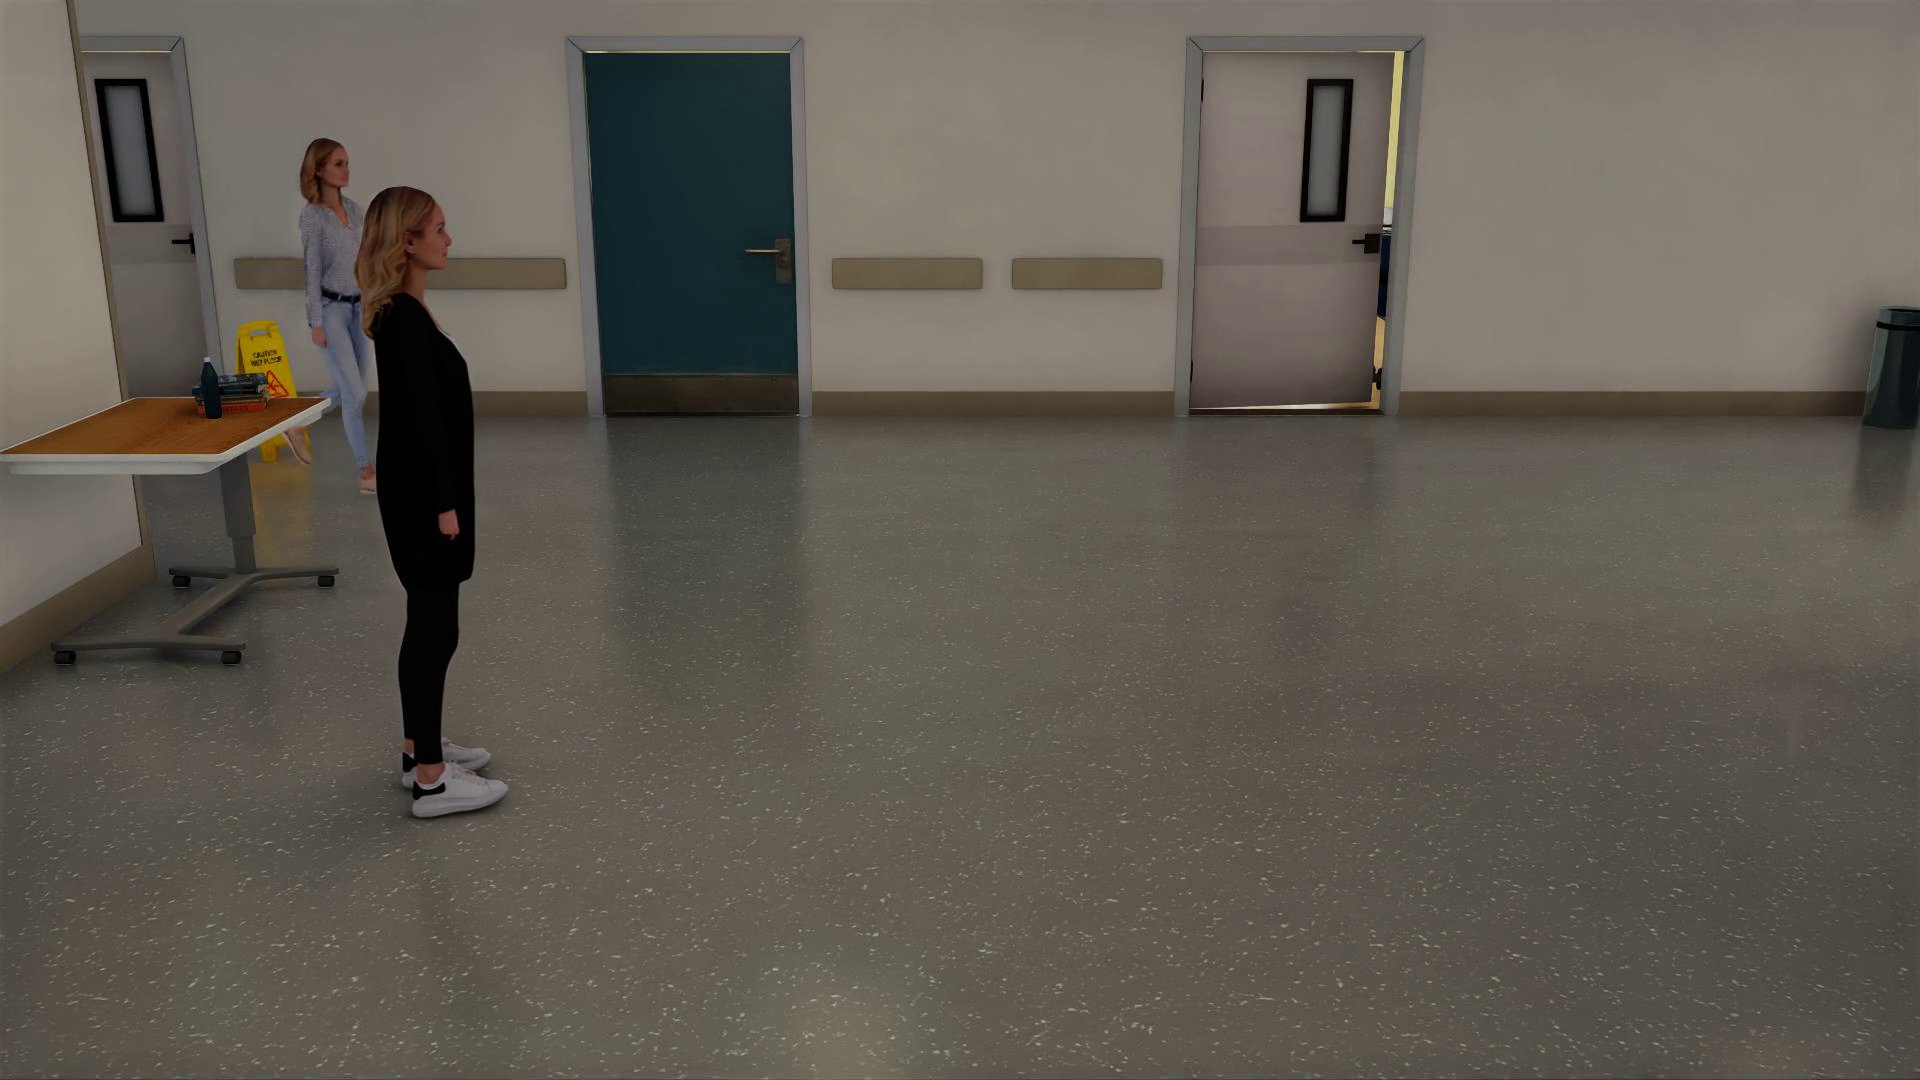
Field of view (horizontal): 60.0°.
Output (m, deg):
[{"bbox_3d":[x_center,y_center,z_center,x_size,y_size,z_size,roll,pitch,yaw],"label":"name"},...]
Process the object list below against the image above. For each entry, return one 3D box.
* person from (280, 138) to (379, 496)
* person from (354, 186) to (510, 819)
[{"bbox_3d":[-3.193,-1.101,8.374,1.088,1.781,0.830,6,17,20],"label":"person"},{"bbox_3d":[-1.549,-0.095,4.770,0.632,1.800,0.658,-6,17,-20],"label":"person"}]
